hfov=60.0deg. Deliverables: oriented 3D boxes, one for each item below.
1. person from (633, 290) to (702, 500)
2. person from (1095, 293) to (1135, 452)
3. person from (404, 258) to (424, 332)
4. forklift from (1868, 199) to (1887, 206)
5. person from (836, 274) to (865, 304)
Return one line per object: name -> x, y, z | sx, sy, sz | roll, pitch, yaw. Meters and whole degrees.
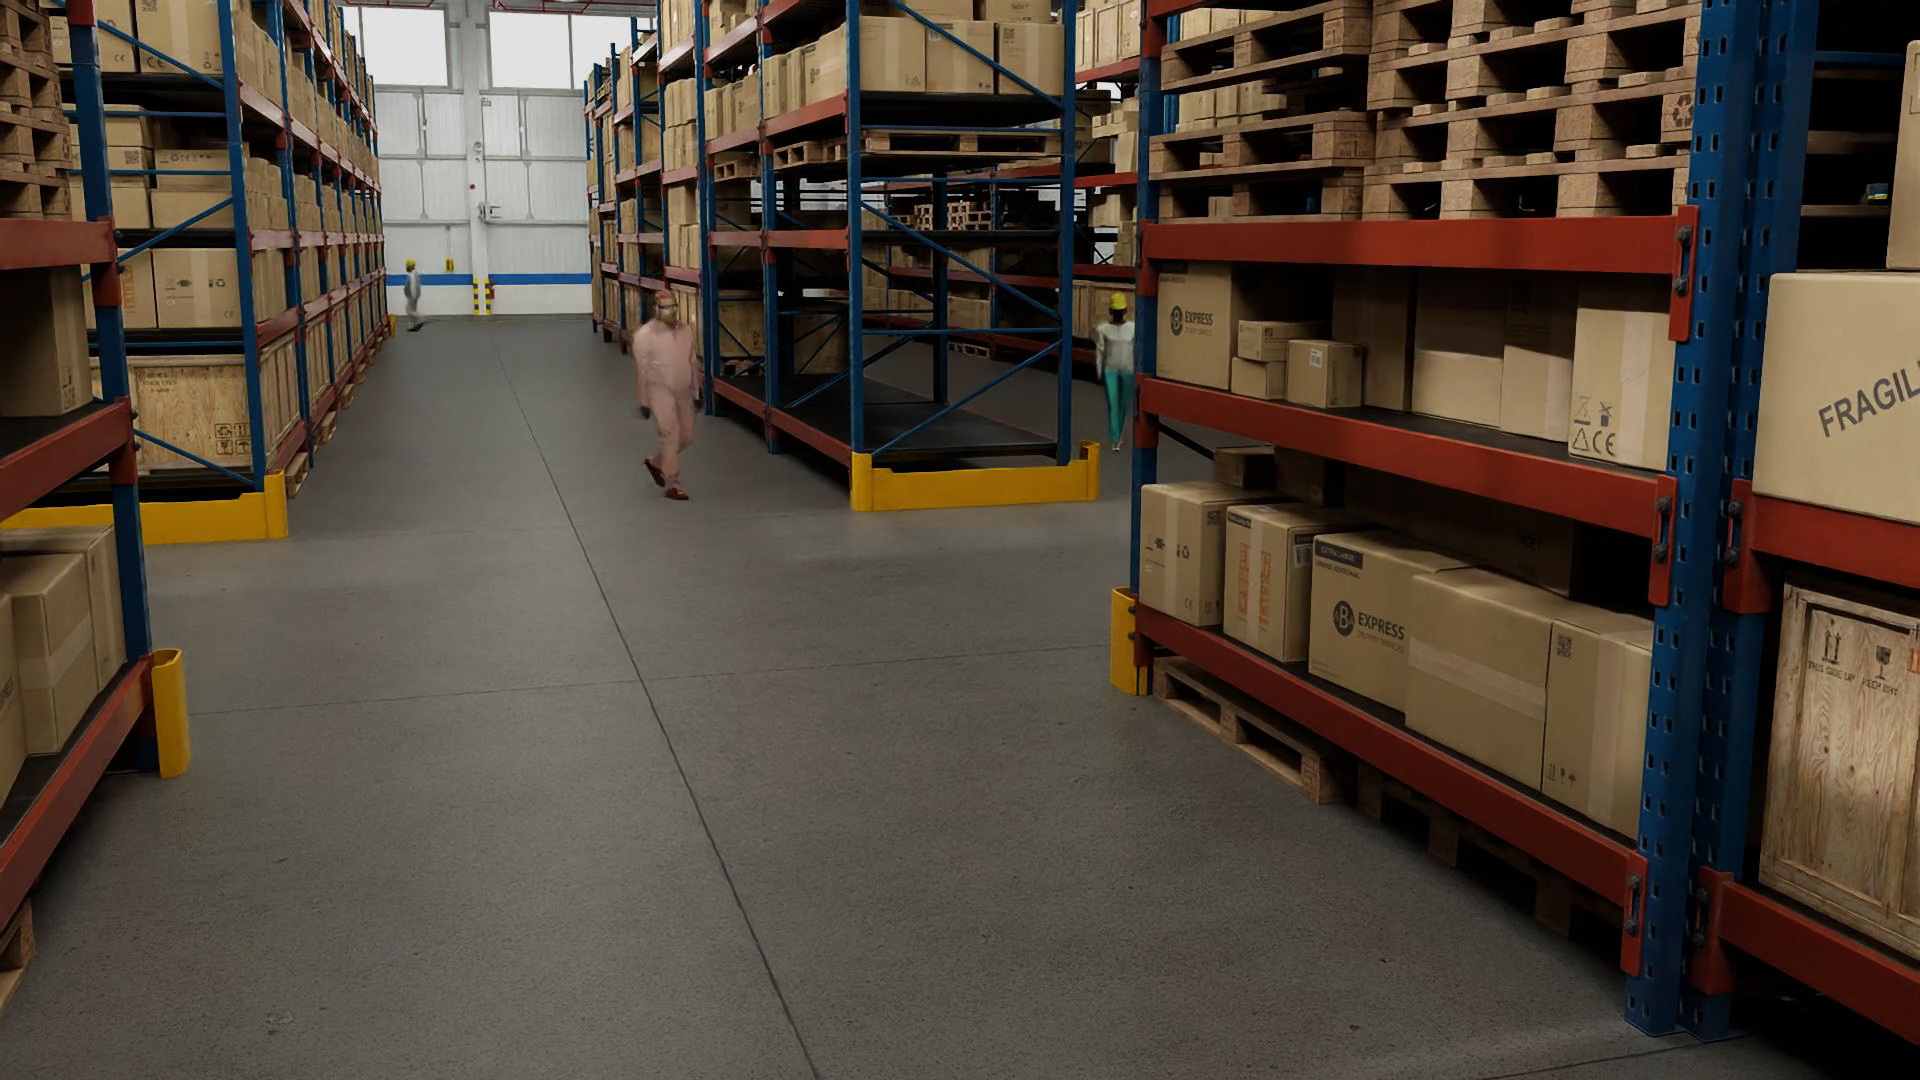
person -> -2.656, -1.316, 15.017 | 0.645, 1.881, 0.647 | 8, 13, 39
person -> 1.755, -1.878, 18.496 | 0.522, 1.736, 0.825 | -1, 10, -6
person -> -13.575, -6.061, 41.206 | 0.423, 1.816, 0.601 | -1, 10, -8
forklift -> 11.338, -2.915, 21.052 | 1.129, 2.768, 1.873 | -3, 11, -17
person -> -2.565, -5.737, 39.284 | 0.674, 1.863, 0.932 | -3, 11, -15
